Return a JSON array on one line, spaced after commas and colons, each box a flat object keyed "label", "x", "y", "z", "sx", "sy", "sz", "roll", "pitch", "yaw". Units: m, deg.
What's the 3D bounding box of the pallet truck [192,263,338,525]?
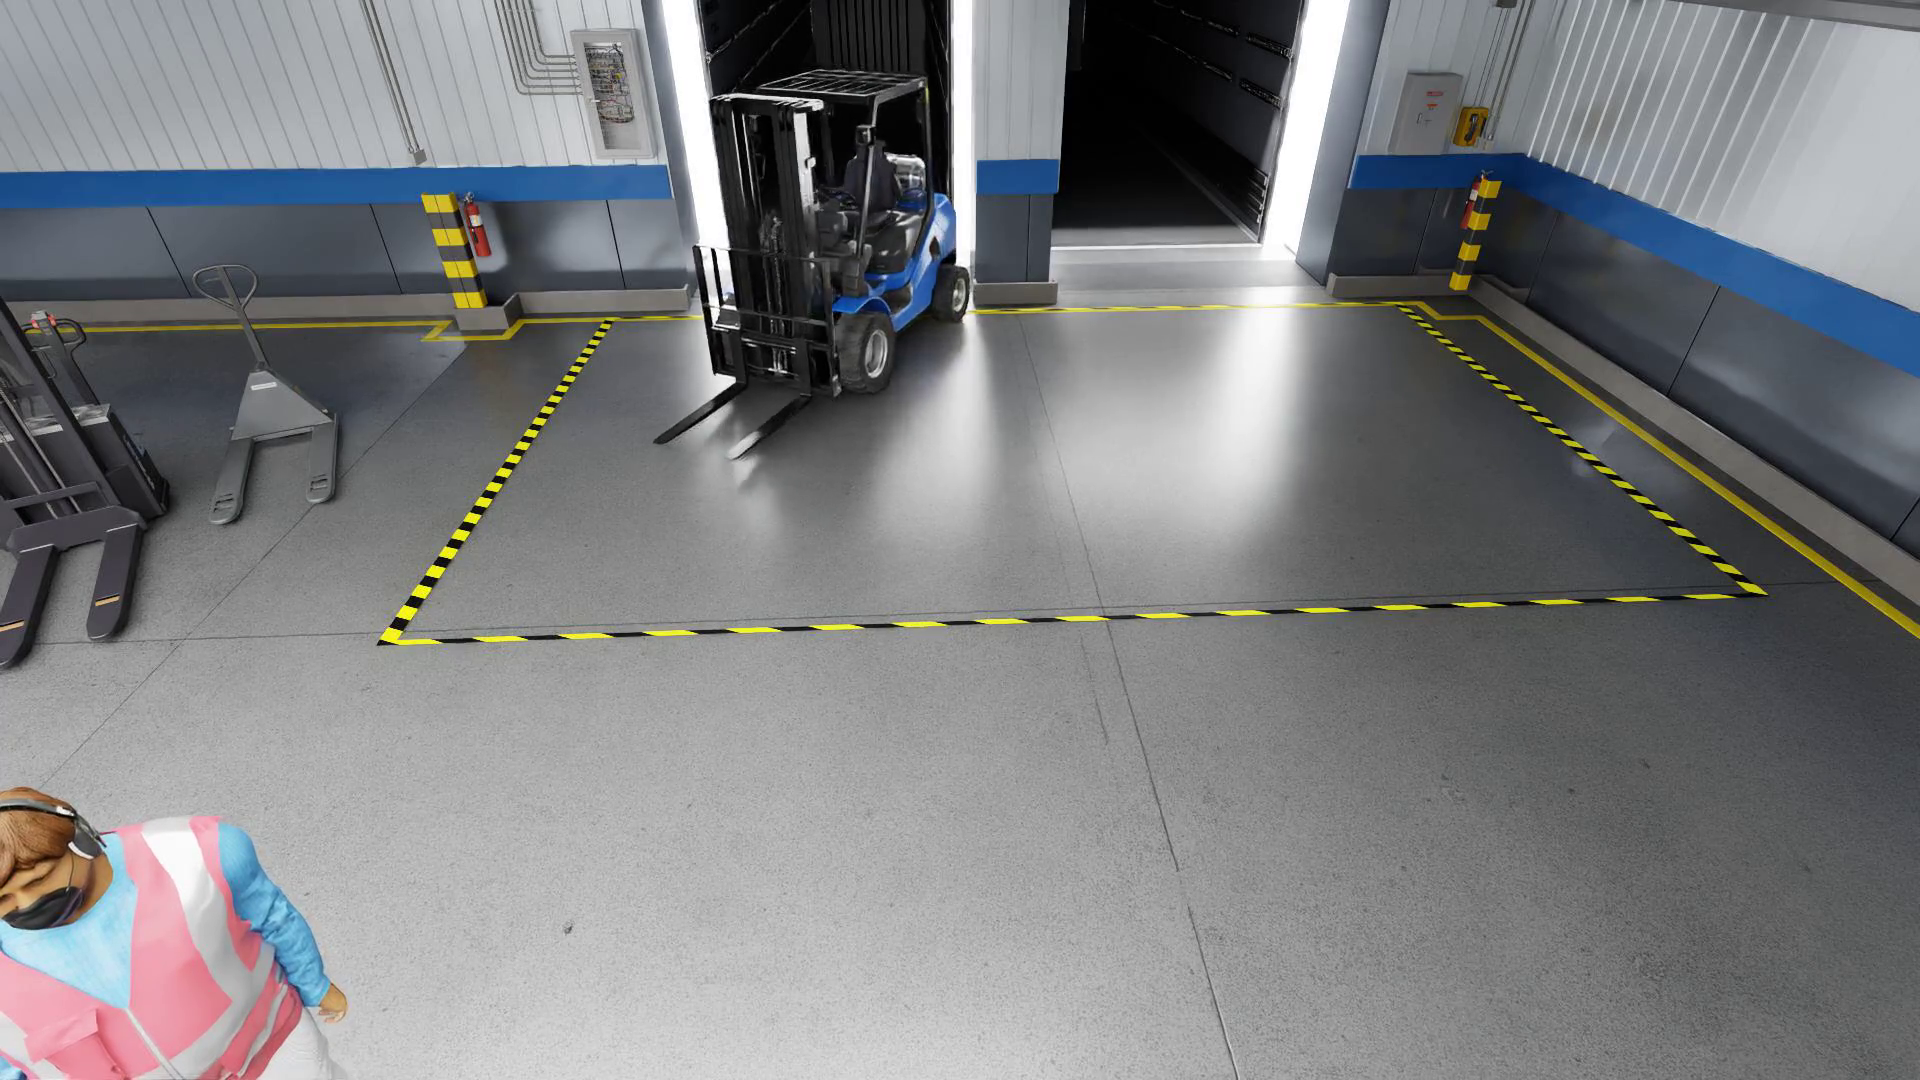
[{"label": "pallet truck", "x": -4.778, "y": -1.027, "z": 6.128, "sx": 0.680, "sy": 1.201, "sz": 1.601, "roll": -17, "pitch": 38, "yaw": -23}]

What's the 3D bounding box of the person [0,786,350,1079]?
[{"label": "person", "x": -1.893, "y": 1.281, "z": 2.283, "sx": 0.431, "sy": 1.845, "sz": 0.619, "roll": 30, "pitch": 44, "yaw": 35}]

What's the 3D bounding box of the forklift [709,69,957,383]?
[{"label": "forklift", "x": -0.945, "y": -2.710, "z": 7.568, "sx": 1.157, "sy": 2.036, "sz": 2.680, "roll": 13, "pitch": 37, "yaw": 18}]

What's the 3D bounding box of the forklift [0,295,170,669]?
[{"label": "forklift", "x": -5.212, "y": -0.618, "z": 4.878, "sx": 0.823, "sy": 1.965, "sz": 1.885, "roll": -20, "pitch": 39, "yaw": -26}]
